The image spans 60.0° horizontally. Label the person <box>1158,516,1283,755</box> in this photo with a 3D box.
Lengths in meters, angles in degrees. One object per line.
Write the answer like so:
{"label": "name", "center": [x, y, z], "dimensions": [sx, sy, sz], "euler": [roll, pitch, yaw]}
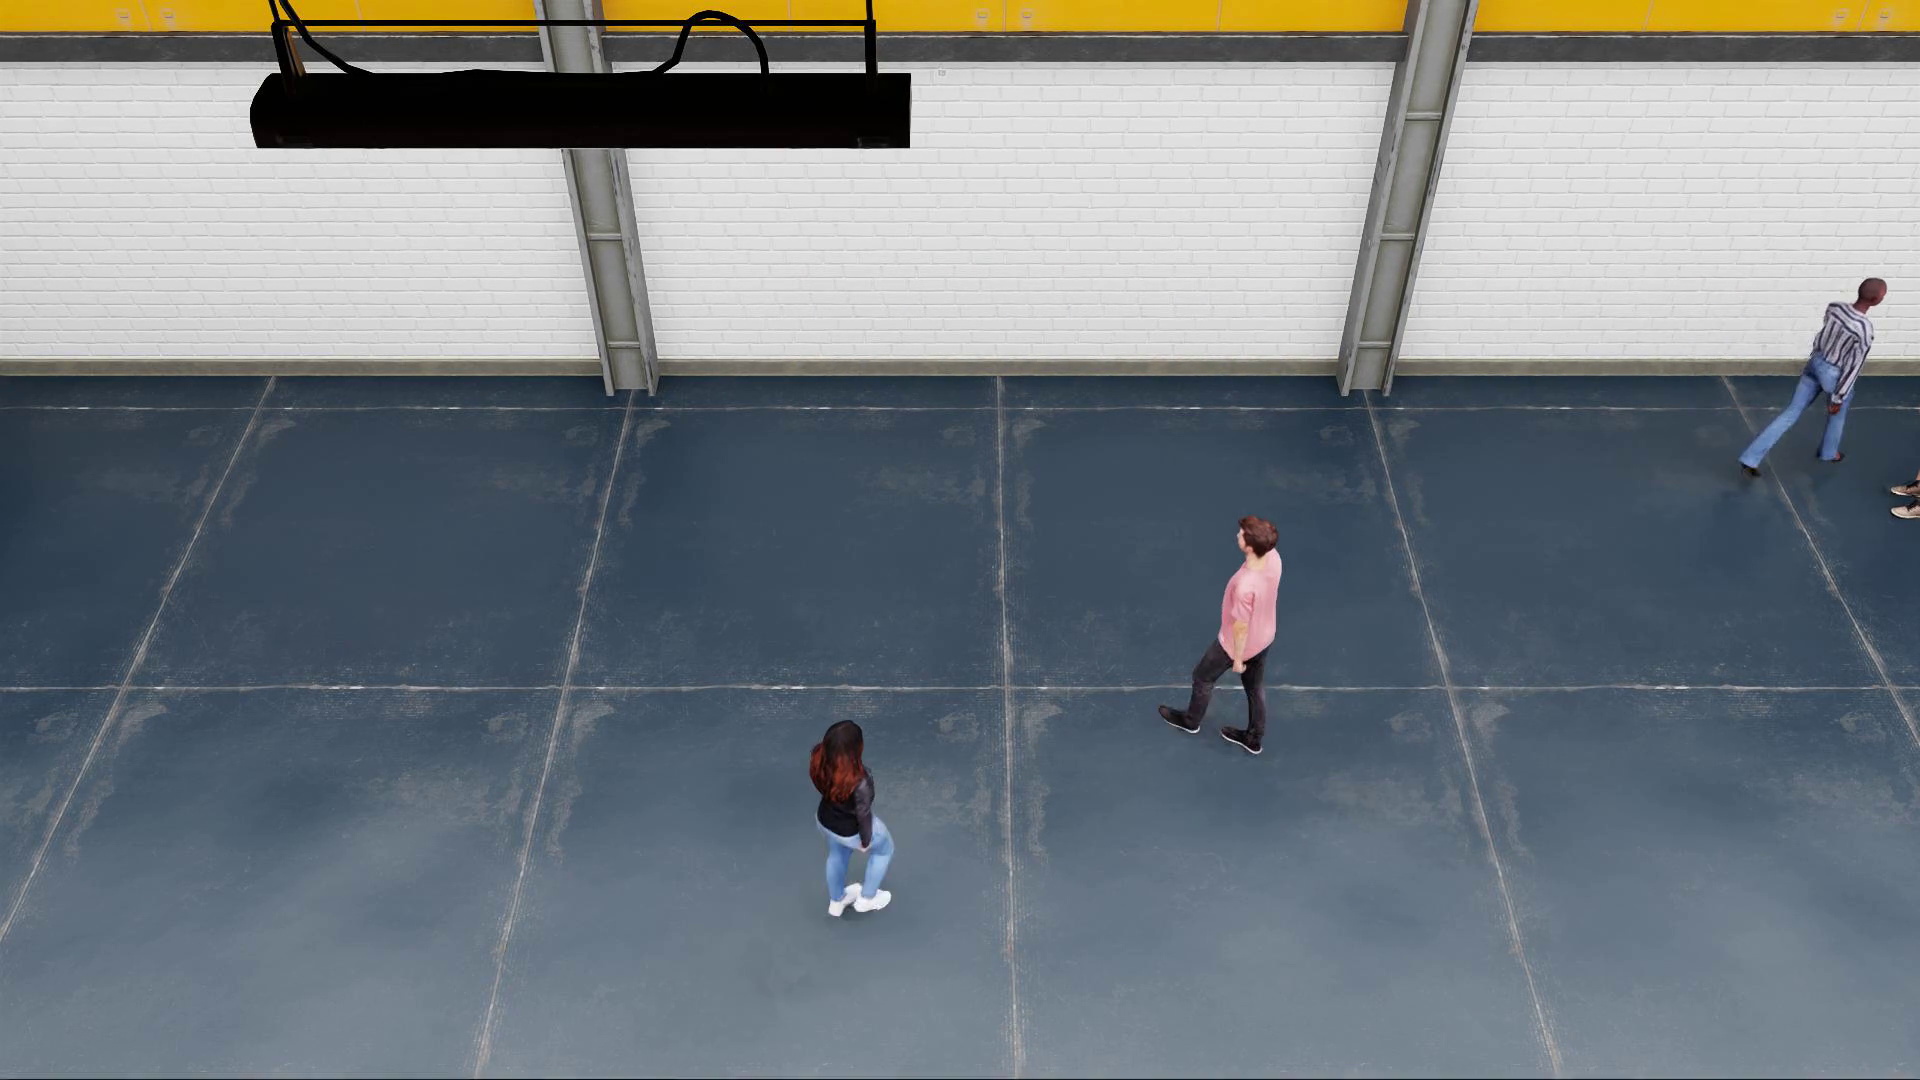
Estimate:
{"label": "person", "center": [1.832, 0.643, 10.258], "dimensions": [1.054, 1.935, 0.955], "euler": [29, 51, 27]}

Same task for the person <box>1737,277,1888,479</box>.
{"label": "person", "center": [6.283, -1.137, 12.268], "dimensions": [1.291, 1.739, 0.935], "euler": [-13, 45, -13]}

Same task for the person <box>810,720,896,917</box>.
{"label": "person", "center": [-0.691, 1.639, 9.439], "dimensions": [0.734, 1.623, 0.811], "euler": [29, 51, 27]}
